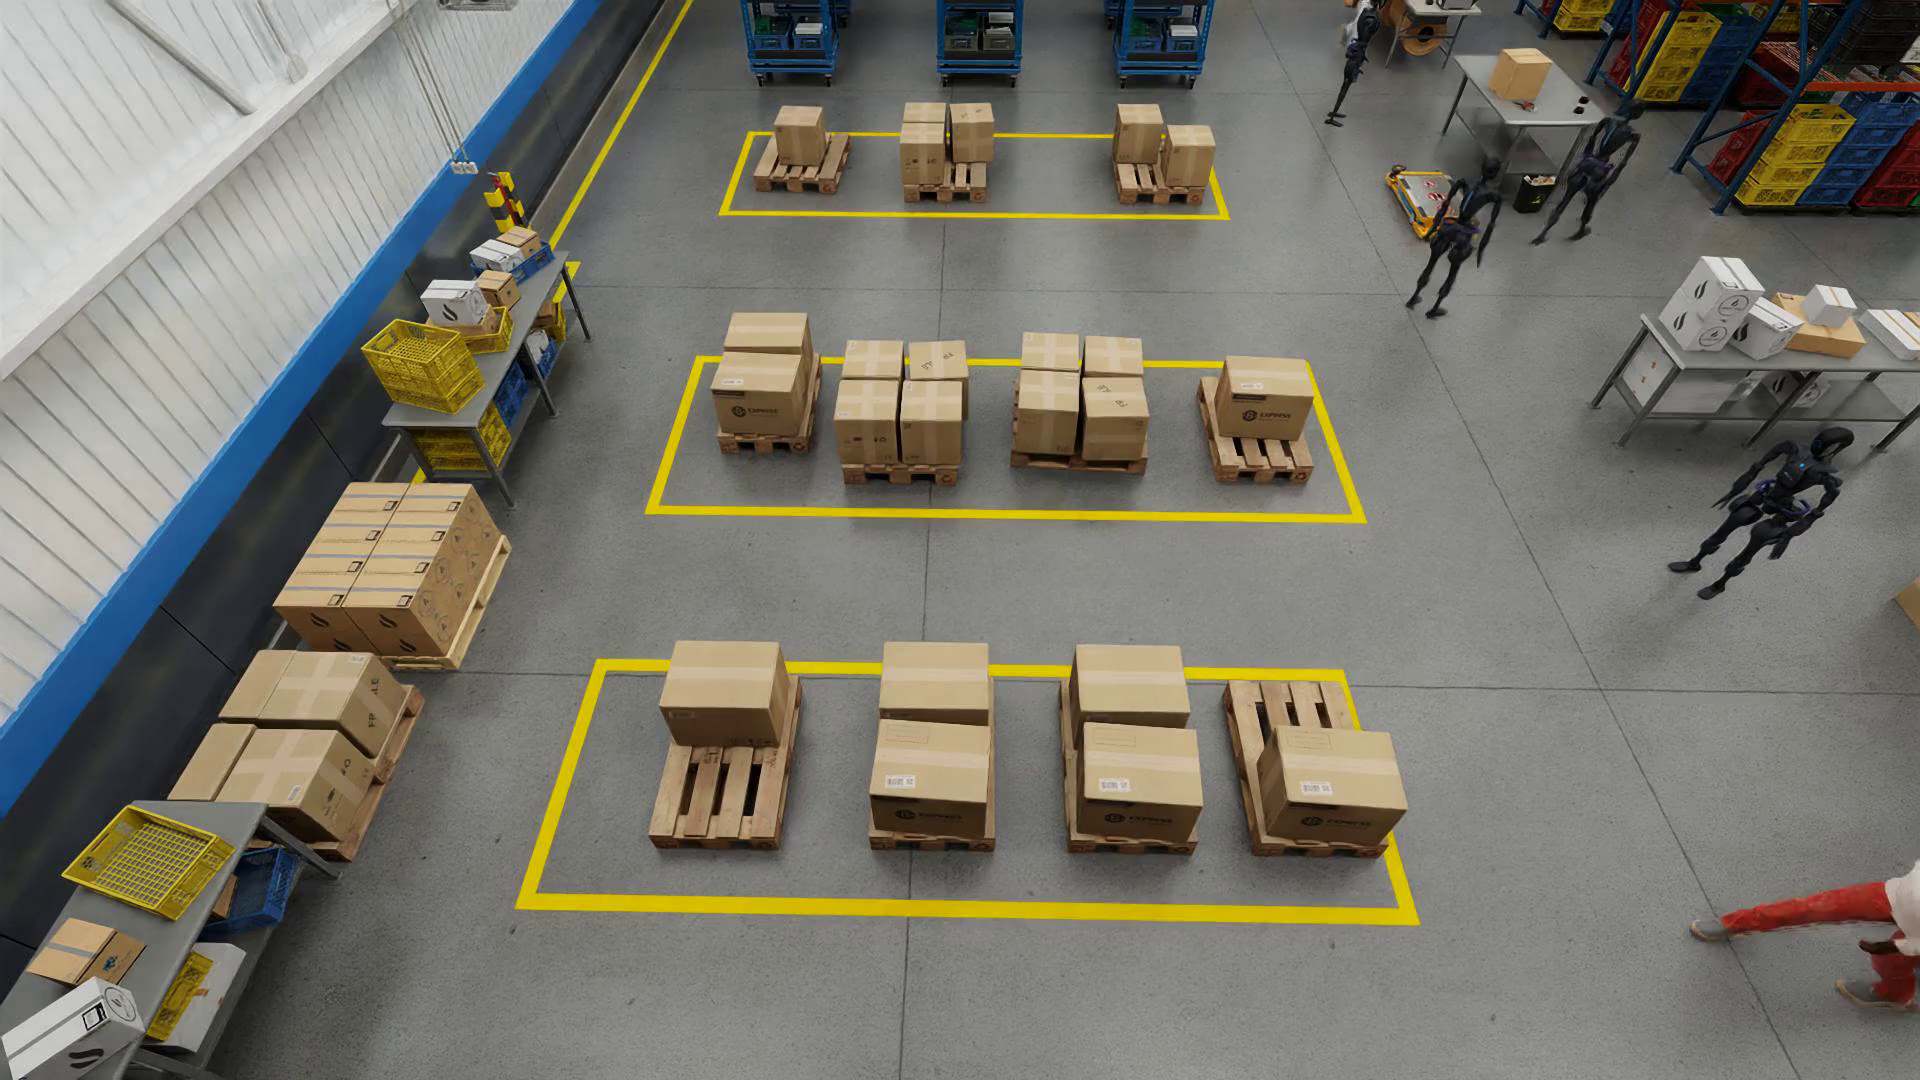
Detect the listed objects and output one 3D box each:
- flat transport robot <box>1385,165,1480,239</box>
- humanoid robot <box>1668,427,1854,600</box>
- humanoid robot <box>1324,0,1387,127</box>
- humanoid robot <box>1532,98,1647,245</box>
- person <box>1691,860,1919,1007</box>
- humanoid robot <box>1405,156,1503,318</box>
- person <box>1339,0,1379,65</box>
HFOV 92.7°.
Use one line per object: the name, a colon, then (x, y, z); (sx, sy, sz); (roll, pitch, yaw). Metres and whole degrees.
flat transport robot: (5.692, -4.094, 11.059); (0.652, 0.197, 1.431); (1, 49, 1)
humanoid robot: (5.932, -0.192, 6.758); (0.328, 1.657, 0.590); (-12, 50, -10)
humanoid robot: (5.247, -6.366, 12.110); (0.328, 1.652, 0.573); (18, 51, 15)
humanoid robot: (6.997, -4.060, 10.154); (0.772, 1.622, 0.571); (-23, 53, -19)
person: (4.992, 1.935, 4.769); (1.043, 1.911, 0.592); (8, 50, 7)
humanoid robot: (4.990, -3.050, 9.240); (0.324, 1.649, 0.656); (-29, 55, -23)
person: (6.006, -8.062, 13.462); (0.595, 1.858, 0.695); (-14, 51, -12)
